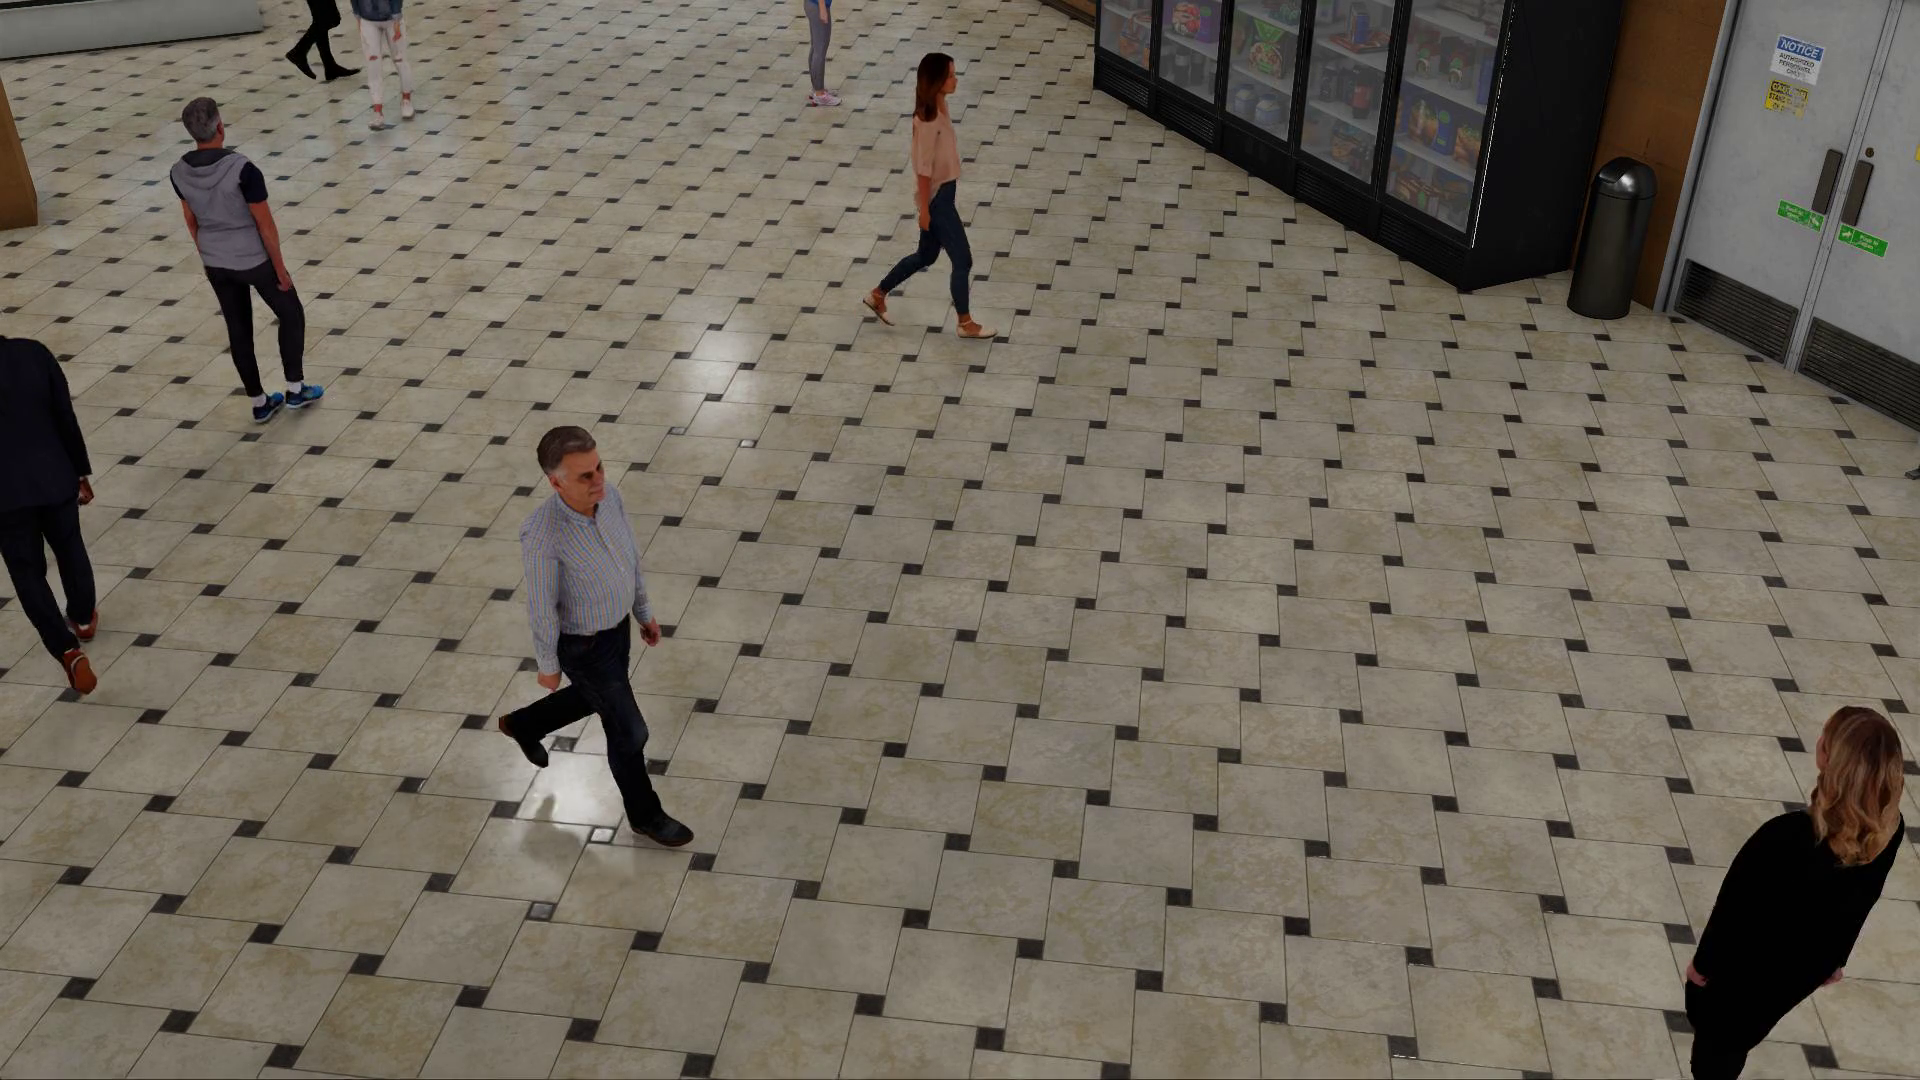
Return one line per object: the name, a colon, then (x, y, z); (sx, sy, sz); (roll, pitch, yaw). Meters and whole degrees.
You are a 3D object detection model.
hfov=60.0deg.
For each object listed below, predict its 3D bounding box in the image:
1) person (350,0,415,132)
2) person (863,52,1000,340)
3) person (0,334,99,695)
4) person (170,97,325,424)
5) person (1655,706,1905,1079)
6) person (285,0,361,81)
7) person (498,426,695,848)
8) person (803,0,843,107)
person: (-4.714, -4.252, 13.661); (1.043, 1.654, 0.898); (-3, 32, -5)
person: (-0.225, -2.035, 9.998); (1.162, 1.760, 1.006); (6, 32, 9)
person: (-3.906, -0.188, 6.995); (1.089, 1.796, 0.889); (-21, 37, -29)
person: (-3.938, -1.452, 9.009); (0.795, 1.815, 0.900); (5, 32, 7)
person: (2.323, 1.274, 4.665); (0.997, 1.775, 0.750); (-9, 33, -14)
person: (-5.769, -4.946, 14.562); (0.846, 1.881, 0.726); (-15, 35, -23)
person: (-1.426, 0.338, 6.160); (1.183, 1.786, 1.137); (12, 34, 18)
person: (-1.204, -4.540, 14.166); (0.623, 1.610, 0.623); (-5, 32, -8)
